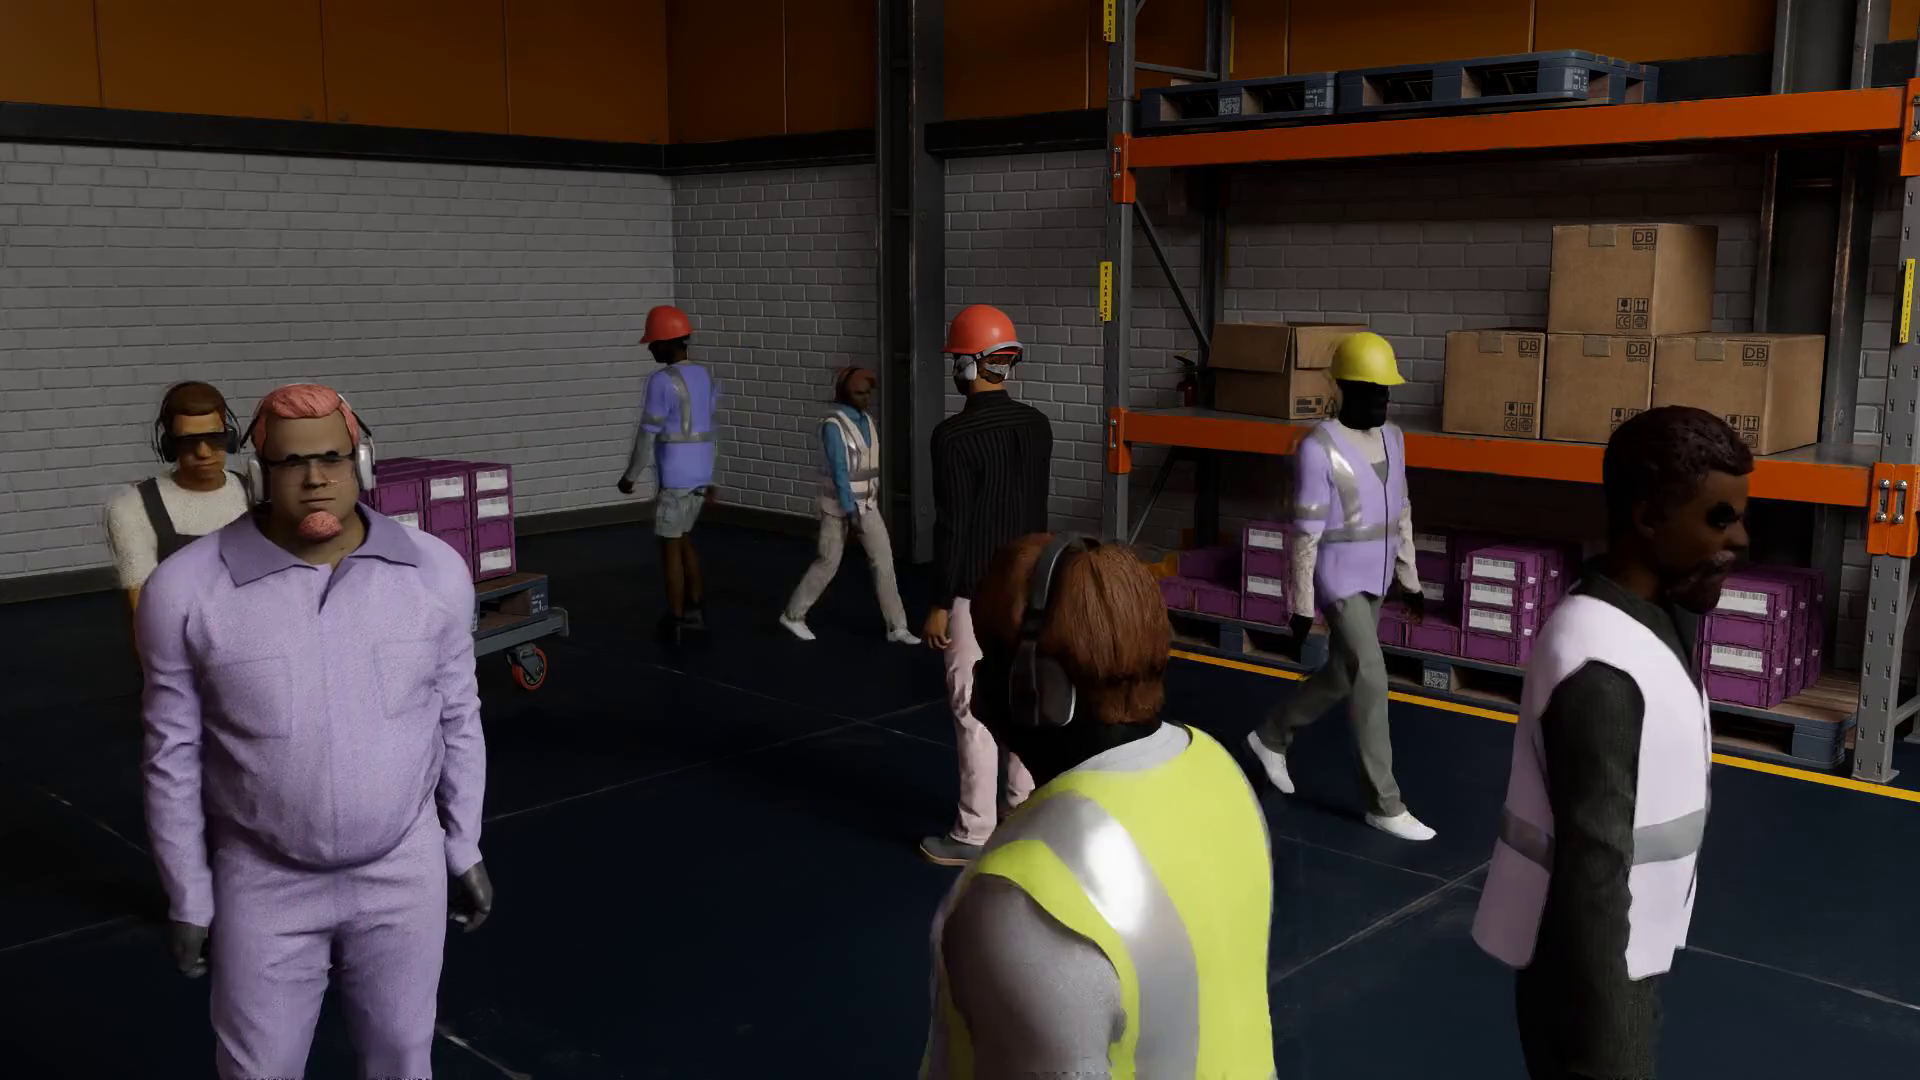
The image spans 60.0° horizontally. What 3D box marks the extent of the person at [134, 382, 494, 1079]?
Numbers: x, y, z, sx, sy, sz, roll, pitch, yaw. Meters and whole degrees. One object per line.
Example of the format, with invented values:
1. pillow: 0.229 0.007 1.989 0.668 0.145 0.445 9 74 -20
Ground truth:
1. person: -1.227 0.646 3.259 0.642 1.909 0.399 -6 11 -32

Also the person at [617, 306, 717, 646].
1. person: -1.647 -0.362 9.436 0.510 1.915 0.545 3 10 17

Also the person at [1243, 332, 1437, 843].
1. person: 1.463 0.143 6.405 0.909 1.895 0.602 9 13 44

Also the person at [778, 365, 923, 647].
1. person: -0.663 -0.191 9.342 0.809 1.596 0.508 5 11 30

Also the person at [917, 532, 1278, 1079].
1. person: 0.245 0.897 2.014 0.722 1.823 0.638 5 10 28

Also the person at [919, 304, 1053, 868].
1. person: 0.087 0.168 5.918 0.381 1.994 0.622 7 12 37

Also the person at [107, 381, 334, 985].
1. person: -2.146 0.441 4.845 0.505 1.790 0.986 -8 12 -40

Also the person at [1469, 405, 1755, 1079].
1. person: 1.076 0.720 2.821 0.396 1.905 0.602 5 10 26
